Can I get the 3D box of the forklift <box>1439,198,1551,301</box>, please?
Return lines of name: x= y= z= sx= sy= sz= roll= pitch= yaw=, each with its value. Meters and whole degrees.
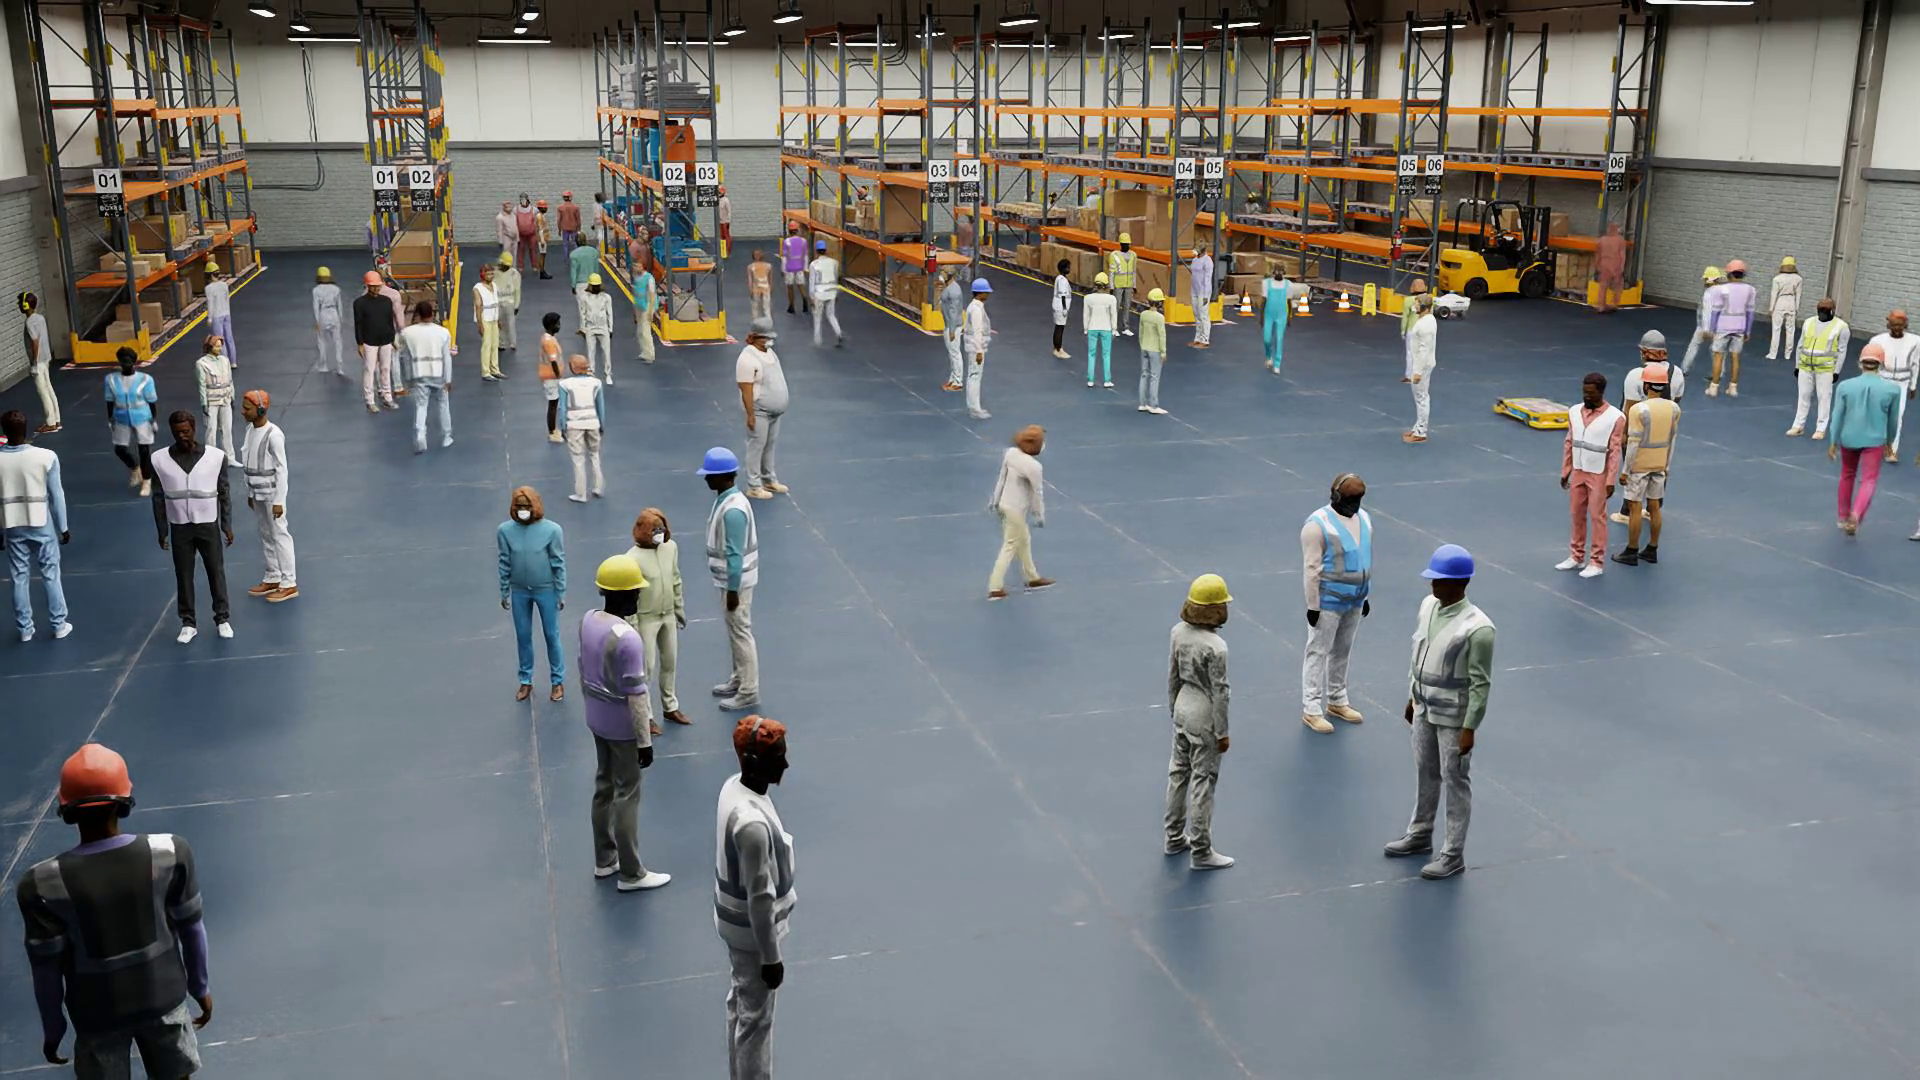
forklift: x=11.913 y=-6.508 z=37.130 sx=2.313 sy=2.155 sz=1.214 roll=-4 pitch=15 yaw=-15

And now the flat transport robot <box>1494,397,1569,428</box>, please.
flat transport robot: x=8.001 y=-1.767 z=22.976 sx=0.652 sy=0.197 sz=1.431 roll=-2 pitch=15 yaw=-7

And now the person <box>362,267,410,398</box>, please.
person: x=-8.527 y=-3.075 z=24.706 sx=0.636 sy=1.937 sz=0.358 roll=3 pitch=15 yaw=11

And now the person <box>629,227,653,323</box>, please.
person: x=-6.268 y=-5.241 z=32.943 sx=0.399 sy=1.900 sz=0.648 roll=5 pitch=16 yaw=18

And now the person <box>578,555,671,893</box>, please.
person: x=-1.892 y=1.018 z=9.324 sx=0.384 sy=1.925 sz=0.593 roll=-12 pitch=19 yaw=-39

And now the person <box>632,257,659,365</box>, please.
person: x=-5.309 y=-3.856 z=27.908 sx=0.421 sy=1.803 sz=0.742 roll=-11 pitch=19 yaw=-37

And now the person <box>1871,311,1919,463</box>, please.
person: x=11.394 y=-1.872 z=20.363 sx=0.587 sy=1.836 sz=0.936 roll=6 pitch=16 yaw=22

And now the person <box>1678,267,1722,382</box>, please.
person: x=11.704 y=-3.405 z=26.229 sx=0.596 sy=1.797 sz=0.865 roll=-11 pitch=19 yaw=-36

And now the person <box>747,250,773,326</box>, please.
person: x=-3.761 y=-4.672 z=31.388 sx=0.505 sy=1.590 sz=0.913 roll=-4 pitch=15 yaw=-16

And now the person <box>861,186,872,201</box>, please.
person: x=-2.768 y=-9.558 z=49.263 sx=0.326 sy=1.861 sz=0.498 roll=-12 pitch=19 yaw=-38

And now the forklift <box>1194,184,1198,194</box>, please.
forklift: x=7.392 y=-11.333 z=53.972 sx=1.873 sy=2.768 sz=1.129 roll=-4 pitch=15 yaw=-15

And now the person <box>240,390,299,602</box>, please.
person: x=-6.143 y=-0.394 z=14.726 sx=0.575 sy=1.883 sz=0.355 roll=13 pitch=19 yaw=39

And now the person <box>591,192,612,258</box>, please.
person: x=-10.107 y=-8.805 z=46.528 sx=0.906 sy=1.798 sz=0.653 roll=-14 pitch=21 yaw=-43

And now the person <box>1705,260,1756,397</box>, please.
person: x=11.481 y=-3.154 z=24.824 sx=0.613 sy=2.036 sz=0.407 roll=0 pitch=15 yaw=1

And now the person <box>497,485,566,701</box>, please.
person: x=-3.146 y=0.390 z=12.266 sx=0.500 sy=1.627 sz=0.278 roll=1 pitch=15 yaw=3

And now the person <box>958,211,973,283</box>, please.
person: x=0.227 y=-7.100 z=40.240 sx=0.563 sy=1.728 sz=0.433 roll=-9 pitch=17 yaw=-31

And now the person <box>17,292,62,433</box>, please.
person: x=-12.289 y=-2.364 z=22.163 sx=0.309 sy=1.868 sz=0.535 roll=-3 pitch=15 yaw=-11

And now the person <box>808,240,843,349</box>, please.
person: x=-2.391 y=-4.336 z=29.469 sx=0.628 sy=1.941 sz=0.525 roll=-10 pitch=18 yaw=-34

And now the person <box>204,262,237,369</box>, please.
person: x=-12.119 y=-3.644 z=27.175 sx=0.318 sy=1.769 sz=0.522 roll=4 pitch=15 yaw=13

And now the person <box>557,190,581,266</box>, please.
person: x=-10.352 y=-8.255 z=44.107 sx=0.609 sy=1.985 sz=0.392 roll=-2 pitch=15 yaw=-9

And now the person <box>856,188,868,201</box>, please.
person: x=-2.631 y=-8.533 z=45.130 sx=0.375 sy=1.997 sz=0.611 roll=6 pitch=16 yaw=22

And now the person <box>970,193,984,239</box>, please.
person: x=0.510 y=-9.642 z=49.406 sx=0.394 sy=1.945 sz=0.604 roll=14 pitch=21 yaw=43

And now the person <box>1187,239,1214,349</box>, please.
person: x=4.291 y=-4.380 z=29.644 sx=0.367 sy=1.932 sz=0.623 roll=-6 pitch=16 yaw=-20

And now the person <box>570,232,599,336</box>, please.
person: x=-7.048 y=-4.812 z=31.261 sx=0.364 sy=1.933 sz=0.630 roll=13 pitch=20 yaw=40

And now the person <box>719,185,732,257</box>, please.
person: x=-6.648 y=-8.935 z=46.653 sx=0.392 sy=1.991 sz=0.613 roll=-11 pitch=19 yaw=-36

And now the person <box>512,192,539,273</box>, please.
person: x=-11.092 y=-7.863 z=42.526 sx=0.682 sy=2.000 sz=0.538 roll=-3 pitch=15 yaw=-13

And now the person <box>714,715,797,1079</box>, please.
person: x=-0.857 y=1.644 z=7.051 sx=0.360 sy=1.884 sz=0.574 roll=-4 pitch=15 yaw=-14

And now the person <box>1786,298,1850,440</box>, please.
person: x=11.226 y=-2.244 z=21.768 sx=0.429 sy=1.842 sz=0.626 roll=-12 pitch=19 yaw=-37

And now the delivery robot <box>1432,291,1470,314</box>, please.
delivery robot: x=9.950 y=-4.810 z=33.705 sx=0.707 sy=0.478 sz=0.477 roll=-2 pitch=15 yaw=-8

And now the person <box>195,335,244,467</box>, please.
person: x=-8.873 y=-1.634 z=19.872 sx=0.313 sy=1.634 sz=0.514 roll=6 pitch=16 yaw=20

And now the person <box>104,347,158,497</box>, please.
person: x=-9.240 y=-1.332 z=18.604 sx=0.550 sy=1.687 sz=0.383 roll=-3 pitch=15 yaw=-11

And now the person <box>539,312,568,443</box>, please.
person: x=-5.278 y=-2.105 z=21.527 sx=0.319 sy=1.688 sz=0.550 roll=-4 pitch=15 yaw=-14

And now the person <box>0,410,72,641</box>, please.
person: x=-7.632 y=-0.111 z=13.619 sx=0.583 sy=1.911 sz=0.391 roll=-3 pitch=15 yaw=-13

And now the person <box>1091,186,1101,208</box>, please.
person: x=4.298 y=-10.452 z=53.061 sx=0.496 sy=1.629 sz=0.273 roll=14 pitch=20 yaw=43

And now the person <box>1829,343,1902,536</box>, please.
person: x=9.164 y=-1.016 z=16.897 sx=0.609 sy=1.962 sz=0.825 roll=10 pitch=18 yaw=34

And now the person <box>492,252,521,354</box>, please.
person: x=-7.973 y=-4.127 z=28.969 sx=0.729 sy=1.781 sz=0.440 roll=5 pitch=16 yaw=17

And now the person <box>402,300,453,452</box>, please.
person: x=-6.709 y=-2.071 z=21.015 sx=0.597 sy=1.890 sz=0.772 roll=-3 pitch=15 yaw=-11
